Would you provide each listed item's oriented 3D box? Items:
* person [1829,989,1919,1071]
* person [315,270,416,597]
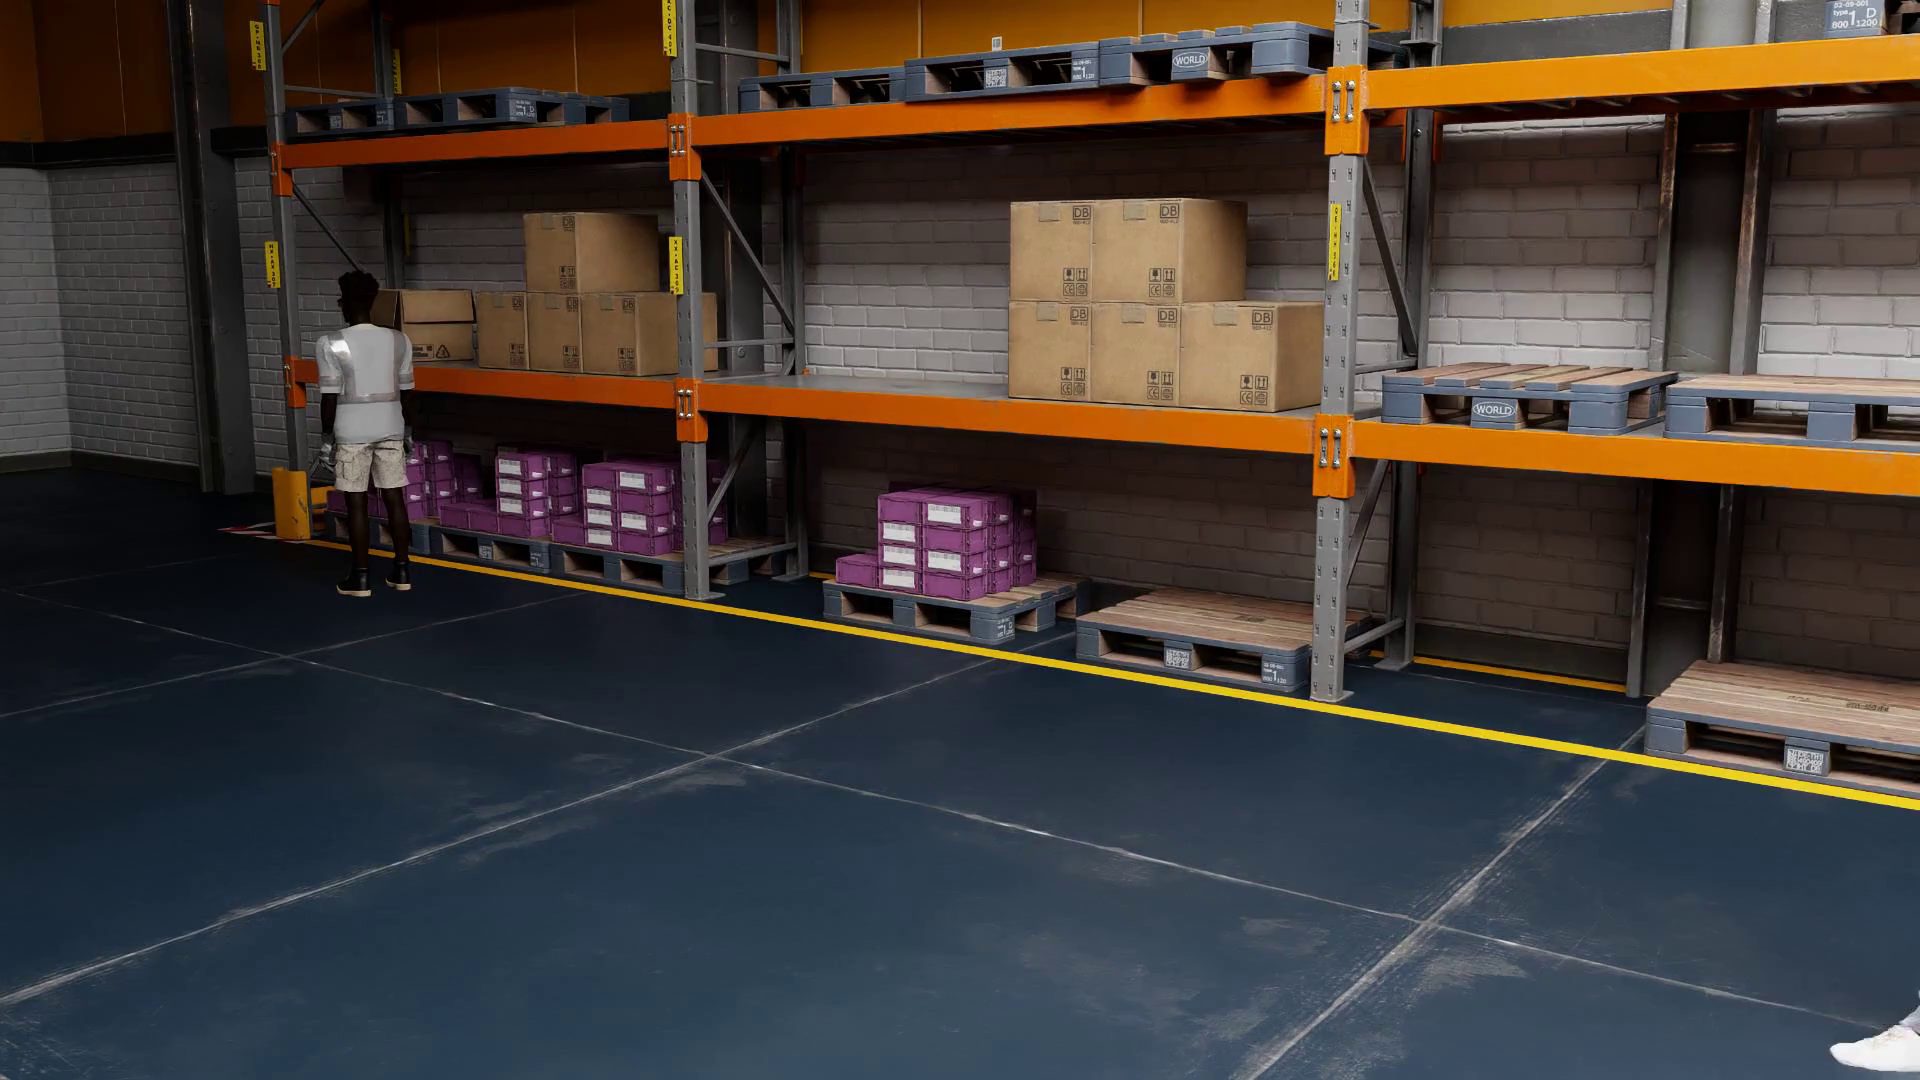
[{"bbox_3d":[2.646,0.436,4.050,0.788,1.847,0.514,1,10,8],"label":"person"},{"bbox_3d":[-3.592,-0.642,10.081,0.362,1.966,0.611,9,13,44],"label":"person"}]
